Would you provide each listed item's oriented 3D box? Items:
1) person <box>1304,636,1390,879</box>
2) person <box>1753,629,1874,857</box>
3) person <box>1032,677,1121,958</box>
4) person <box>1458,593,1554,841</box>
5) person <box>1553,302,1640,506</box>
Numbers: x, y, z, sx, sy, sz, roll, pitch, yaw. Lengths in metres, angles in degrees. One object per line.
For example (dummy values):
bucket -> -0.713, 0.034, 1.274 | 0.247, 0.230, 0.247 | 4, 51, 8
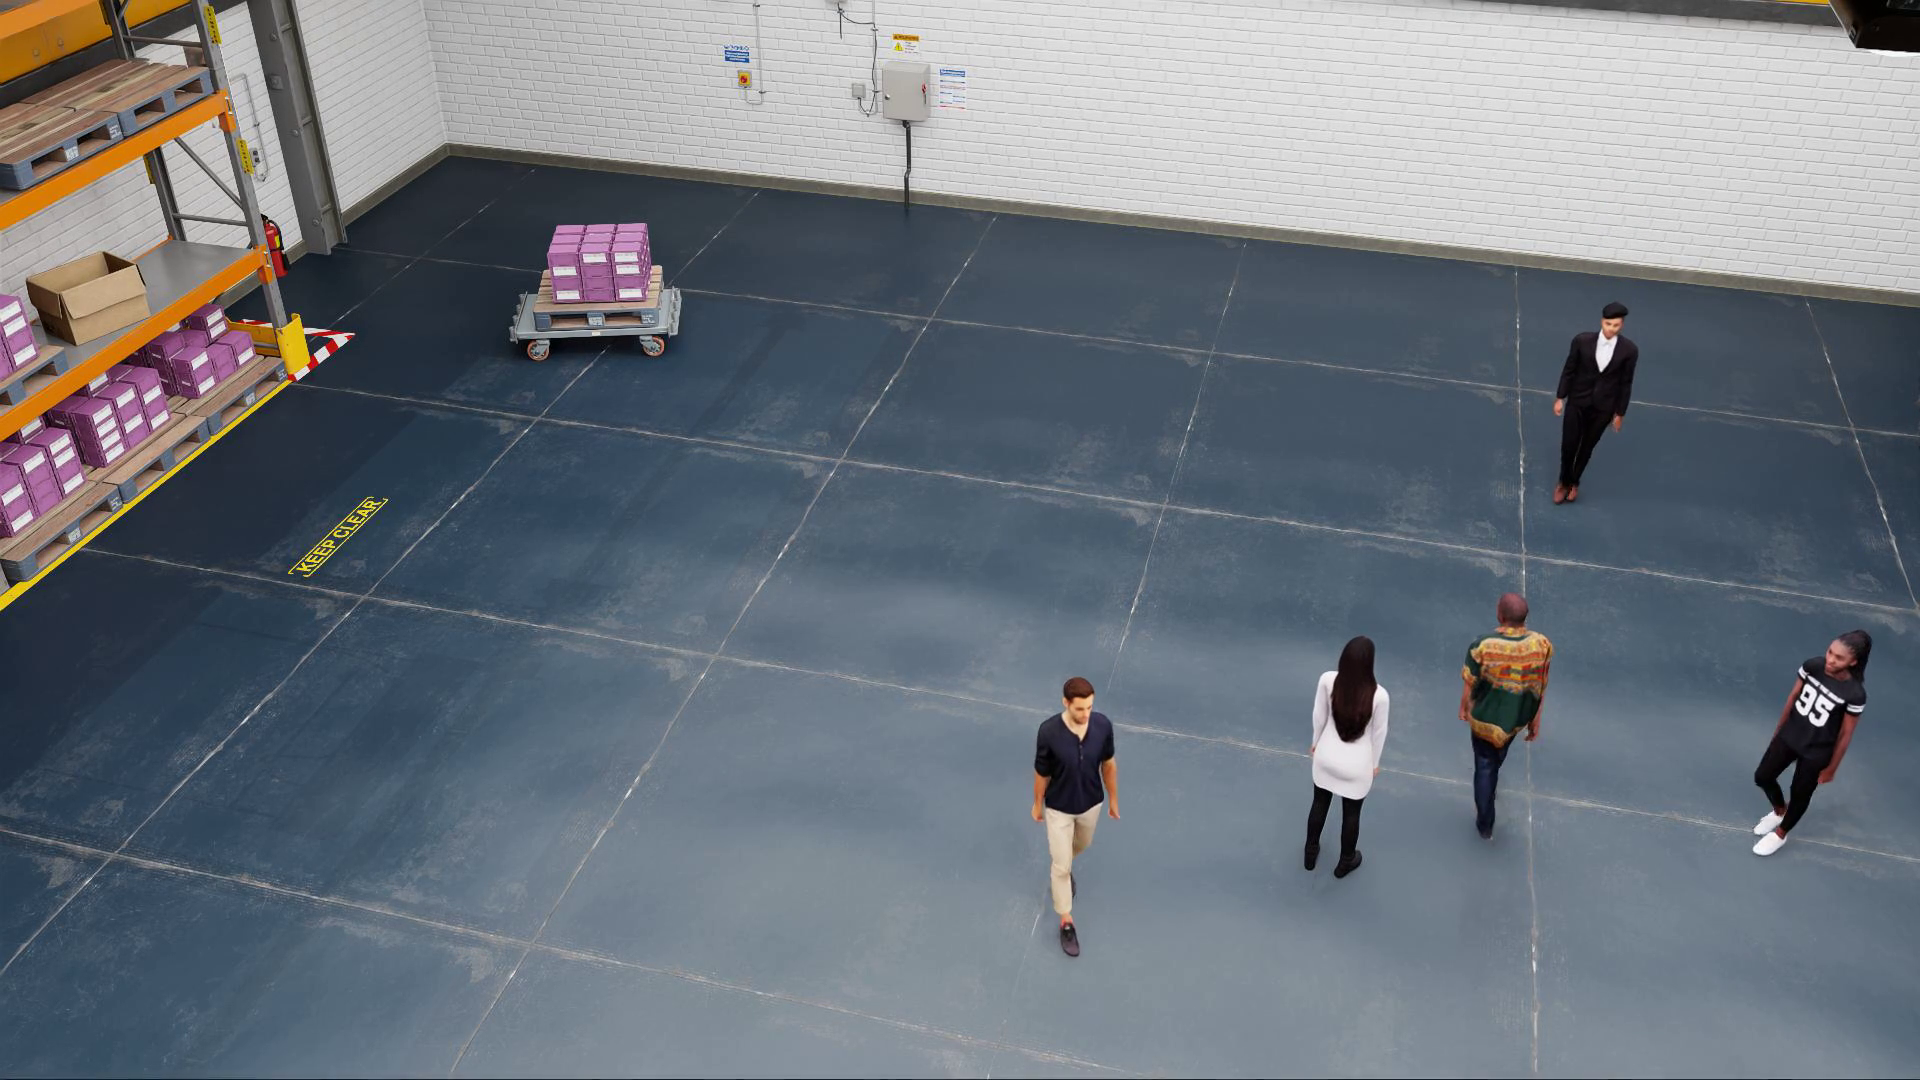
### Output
person -> 2.364, 1.351, 10.295 | 0.656, 1.807, 0.609 | 17, 37, 24
person -> 5.407, 1.268, 10.494 | 0.819, 1.724, 0.758 | -17, 37, -23
person -> 0.664, 1.529, 10.009 | 0.970, 1.828, 1.123 | -9, 35, -13
person -> 3.444, 1.173, 10.592 | 0.799, 1.775, 1.056 | 4, 34, 5
person -> 5.358, -1.198, 14.073 | 0.760, 1.870, 0.696 | 13, 36, 18
